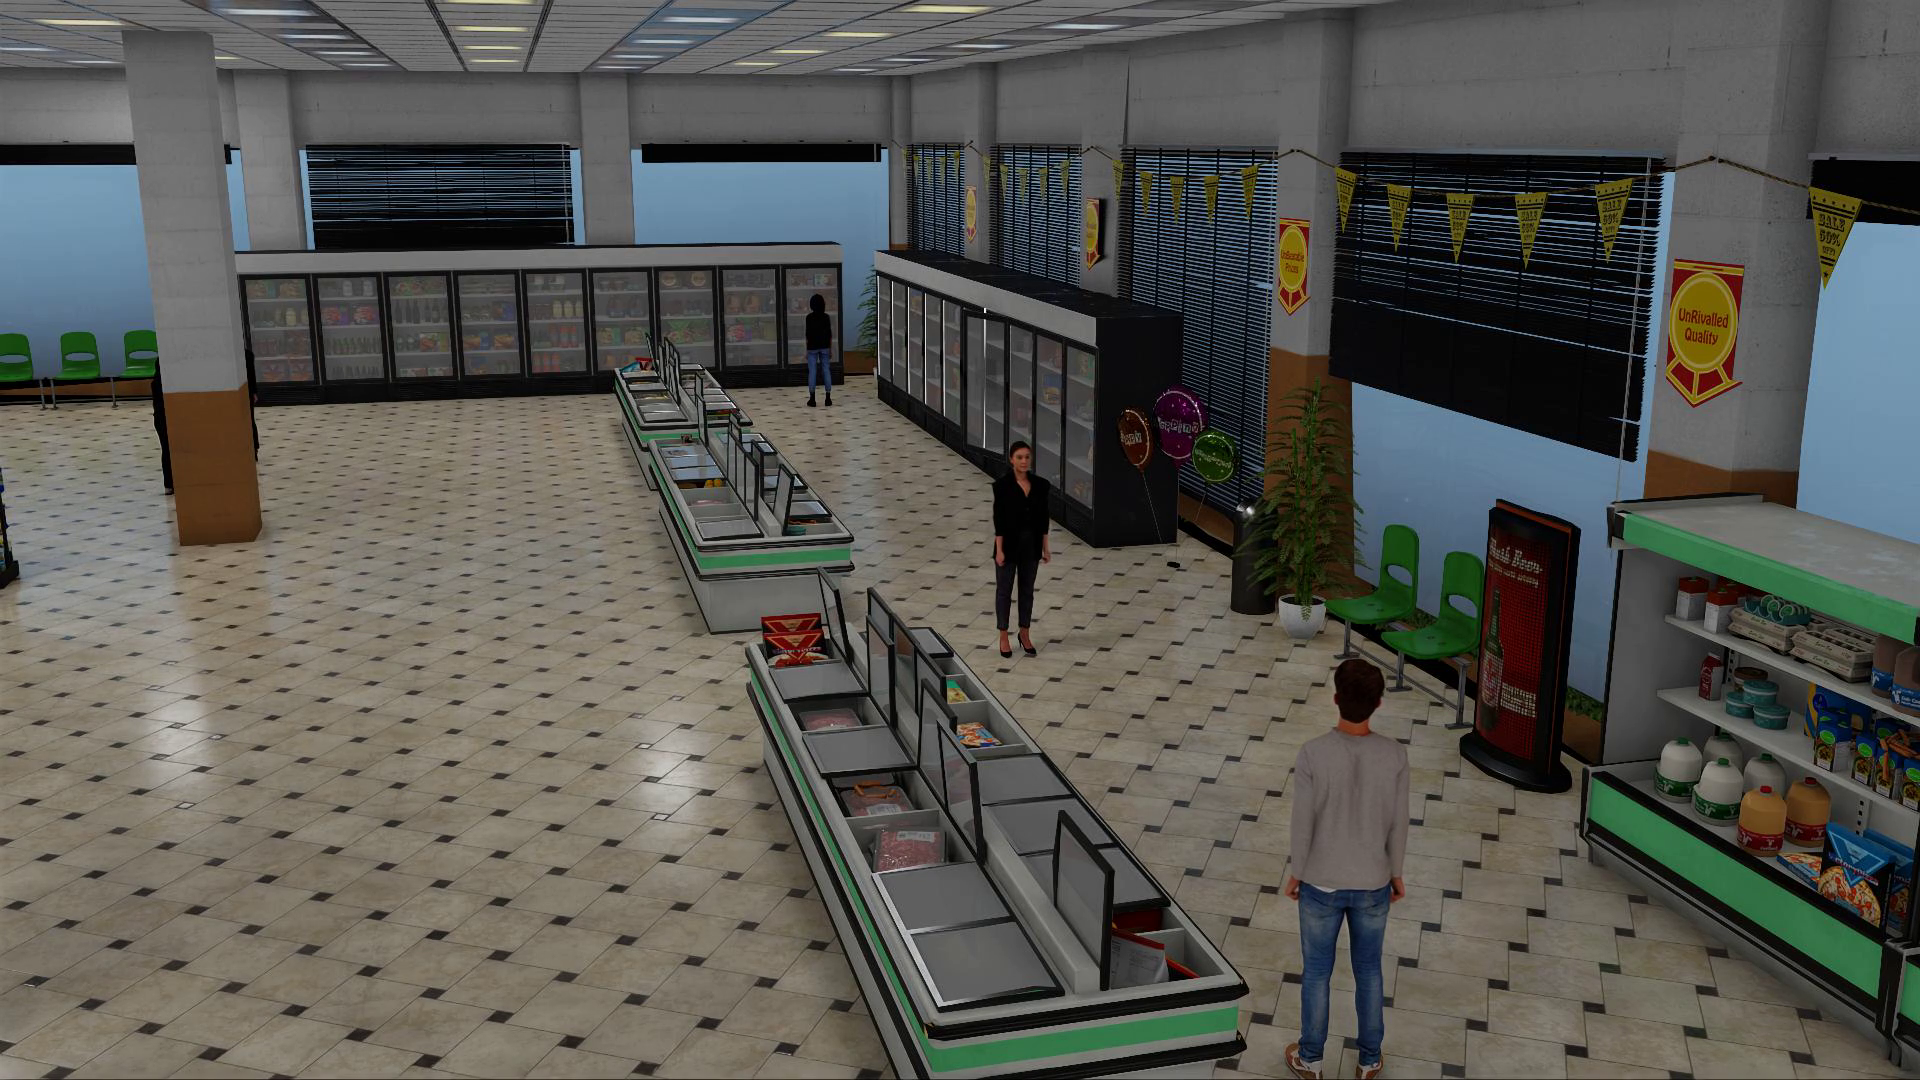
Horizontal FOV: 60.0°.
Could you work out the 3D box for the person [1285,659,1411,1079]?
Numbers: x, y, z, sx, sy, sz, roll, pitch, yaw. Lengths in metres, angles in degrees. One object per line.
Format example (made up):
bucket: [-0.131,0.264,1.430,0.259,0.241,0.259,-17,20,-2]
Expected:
person: [1.643,1.428,7.061,0.724,1.905,0.688,1,14,3]

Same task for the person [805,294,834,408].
person: [-2.149,-2.881,25.259,0.565,1.702,0.526,-3,14,-13]

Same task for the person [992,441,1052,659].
person: [0.456,0.060,13.097,0.670,1.719,0.613,-6,15,-23]
